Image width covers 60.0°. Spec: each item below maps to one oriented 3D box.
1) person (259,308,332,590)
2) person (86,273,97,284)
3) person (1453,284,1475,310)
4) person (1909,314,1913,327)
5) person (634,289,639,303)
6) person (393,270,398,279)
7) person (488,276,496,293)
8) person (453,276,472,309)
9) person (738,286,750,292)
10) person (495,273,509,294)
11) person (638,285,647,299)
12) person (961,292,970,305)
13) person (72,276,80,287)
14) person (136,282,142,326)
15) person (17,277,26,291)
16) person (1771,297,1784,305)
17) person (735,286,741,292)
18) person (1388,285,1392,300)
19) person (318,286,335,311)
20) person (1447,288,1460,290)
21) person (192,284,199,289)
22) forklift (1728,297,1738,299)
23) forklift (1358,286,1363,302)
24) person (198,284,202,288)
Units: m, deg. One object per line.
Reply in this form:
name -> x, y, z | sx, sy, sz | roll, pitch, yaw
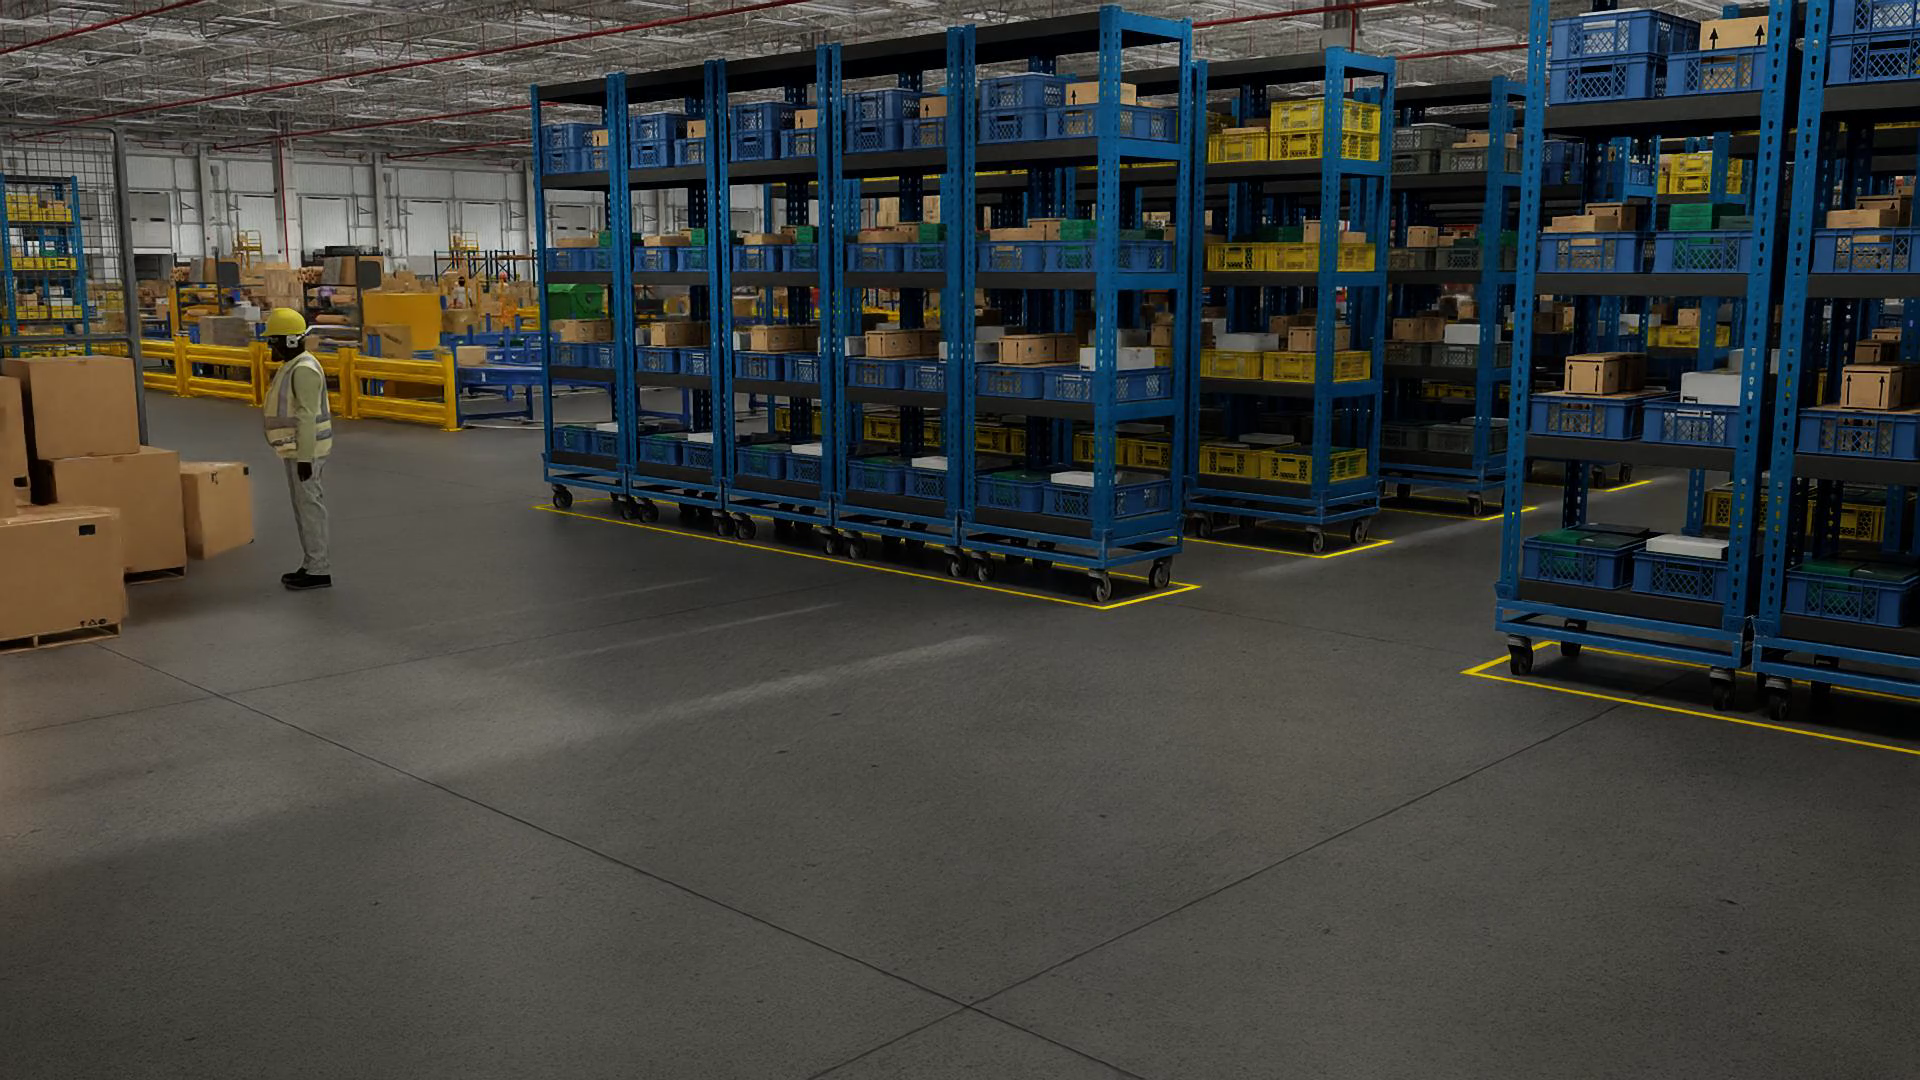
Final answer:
person -> -4.294, -0.586, 10.791 | 0.404, 1.824, 0.586 | -6, 11, -31
person -> -34.538, -9.653, 66.198 | 0.644, 1.888, 1.017 | 2, 9, 12
person -> 8.773, -3.582, 28.931 | 0.433, 1.888, 0.665 | -4, 10, -25
person -> 11.244, -2.018, 19.505 | 0.388, 1.837, 0.564 | 2, 10, 14
person -> -16.502, -12.612, 84.514 | 0.705, 1.818, 0.550 | -5, 11, -30
person -> -18.964, -8.134, 56.382 | 0.538, 2.000, 0.688 | 7, 12, 38
person -> -24.035, -12.690, 85.312 | 0.505, 1.699, 0.876 | 7, 11, 35
person -> -13.434, -6.189, 44.984 | 0.509, 1.872, 0.328 | -4, 10, -21
person -> -9.001, -10.163, 69.048 | 0.613, 1.964, 0.361 | 6, 11, 31
person -> -15.406, -8.037, 56.118 | 0.547, 1.934, 0.376 | 4, 10, 25
person -> -17.837, -14.066, 93.148 | 0.779, 1.918, 0.633 | -4, 10, -23
person -> 0.261, -8.894, 62.251 | 0.899, 1.631, 0.557 | 7, 11, 35
person -> -35.766, -9.868, 67.416 | 0.582, 1.909, 0.482 | -1, 9, -6
person -> -23.205, -6.389, 46.588 | 0.678, 1.748, 0.530 | -1, 9, -8
person -> -36.804, -9.504, 65.447 | 0.656, 1.825, 0.459 | 0, 9, 3
person -> 10.173, -2.308, 21.017 | 1.050, 1.940, 0.630 | 7, 12, 39
person -> -8.368, -8.821, 61.690 | 0.709, 1.668, 0.558 | 0, 9, -2
person -> 12.450, -6.510, 47.763 | 0.515, 1.601, 0.779 | -7, 11, -36
person -> -24.025, -9.227, 63.110 | 0.605, 2.033, 0.392 | -2, 10, -13
person -> 20.210, -10.022, 68.066 | 0.620, 2.009, 0.859 | 7, 12, 36
person -> -36.629, -11.766, 79.746 | 0.358, 1.677, 0.559 | -2, 10, -13
forklift -> 19.999, -6.296, 42.547 | 1.873, 2.768, 1.129 | 9, 13, 43
forklift -> 11.100, -7.017, 46.970 | 1.873, 2.768, 1.129 | 9, 13, 43
person -> -36.938, -12.036, 80.719 | 0.453, 1.900, 0.622 | -2, 10, -13
